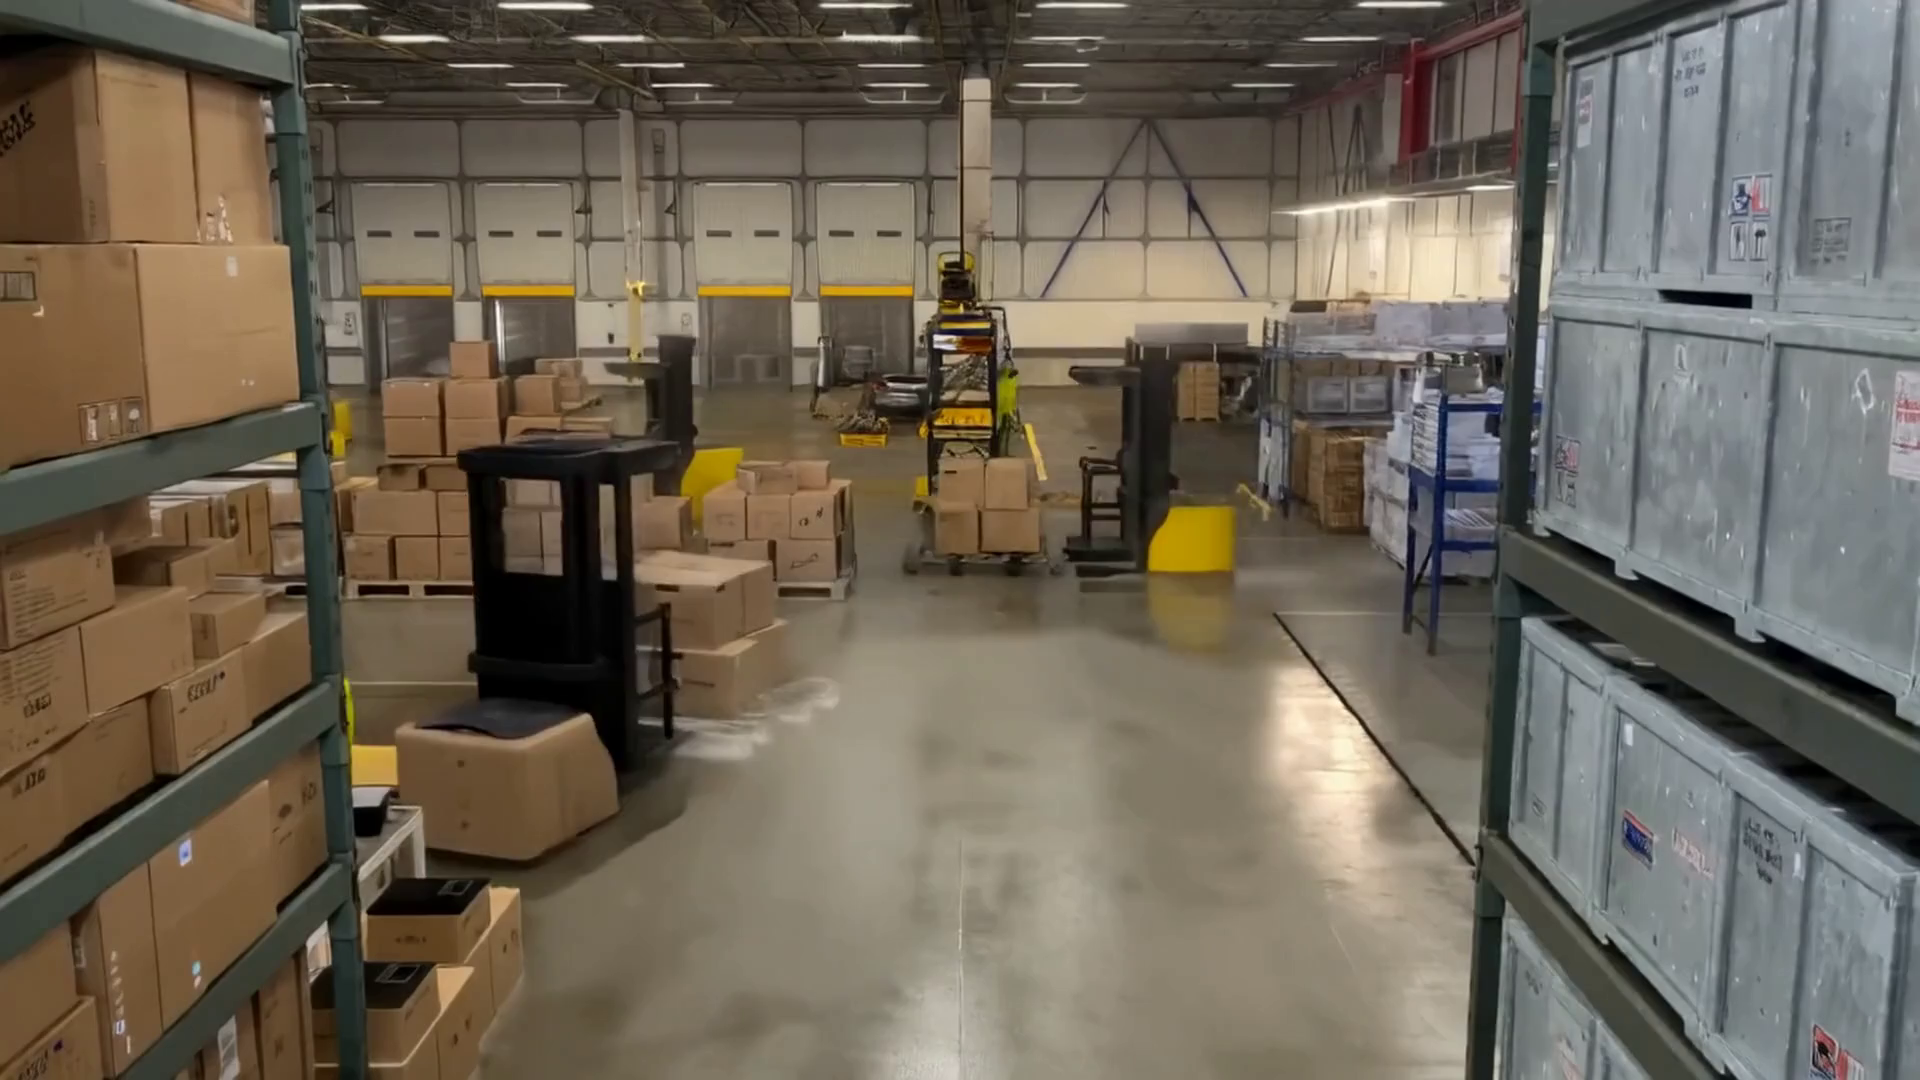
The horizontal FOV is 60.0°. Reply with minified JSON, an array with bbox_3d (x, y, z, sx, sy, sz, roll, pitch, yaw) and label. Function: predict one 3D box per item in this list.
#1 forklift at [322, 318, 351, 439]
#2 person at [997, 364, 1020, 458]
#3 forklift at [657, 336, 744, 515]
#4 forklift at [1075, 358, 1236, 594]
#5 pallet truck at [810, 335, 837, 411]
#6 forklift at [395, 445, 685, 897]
[{"bbox_3d":[-13.005,-3.008,33.057,1.129,2.768,1.873,0,10,1],"label":"forklift"},{"bbox_3d":[0.895,-2.589,33.532,0.668,1.888,0.360,-9,13,-41],"label":"person"},{"bbox_3d":[-4.406,-1.785,26.002,1.873,2.768,1.129,-5,11,-24],"label":"forklift"},{"bbox_3d":[2.393,-0.804,20.338,1.873,2.768,1.129,0,10,1],"label":"forklift"},{"bbox_3d":[-3.021,-4.312,43.126,1.885,1.965,0.823,3,10,17],"label":"pallet truck"},{"bbox_3d":[-2.872,0.762,11.305,1.129,2.768,1.873,4,11,21],"label":"forklift"}]
